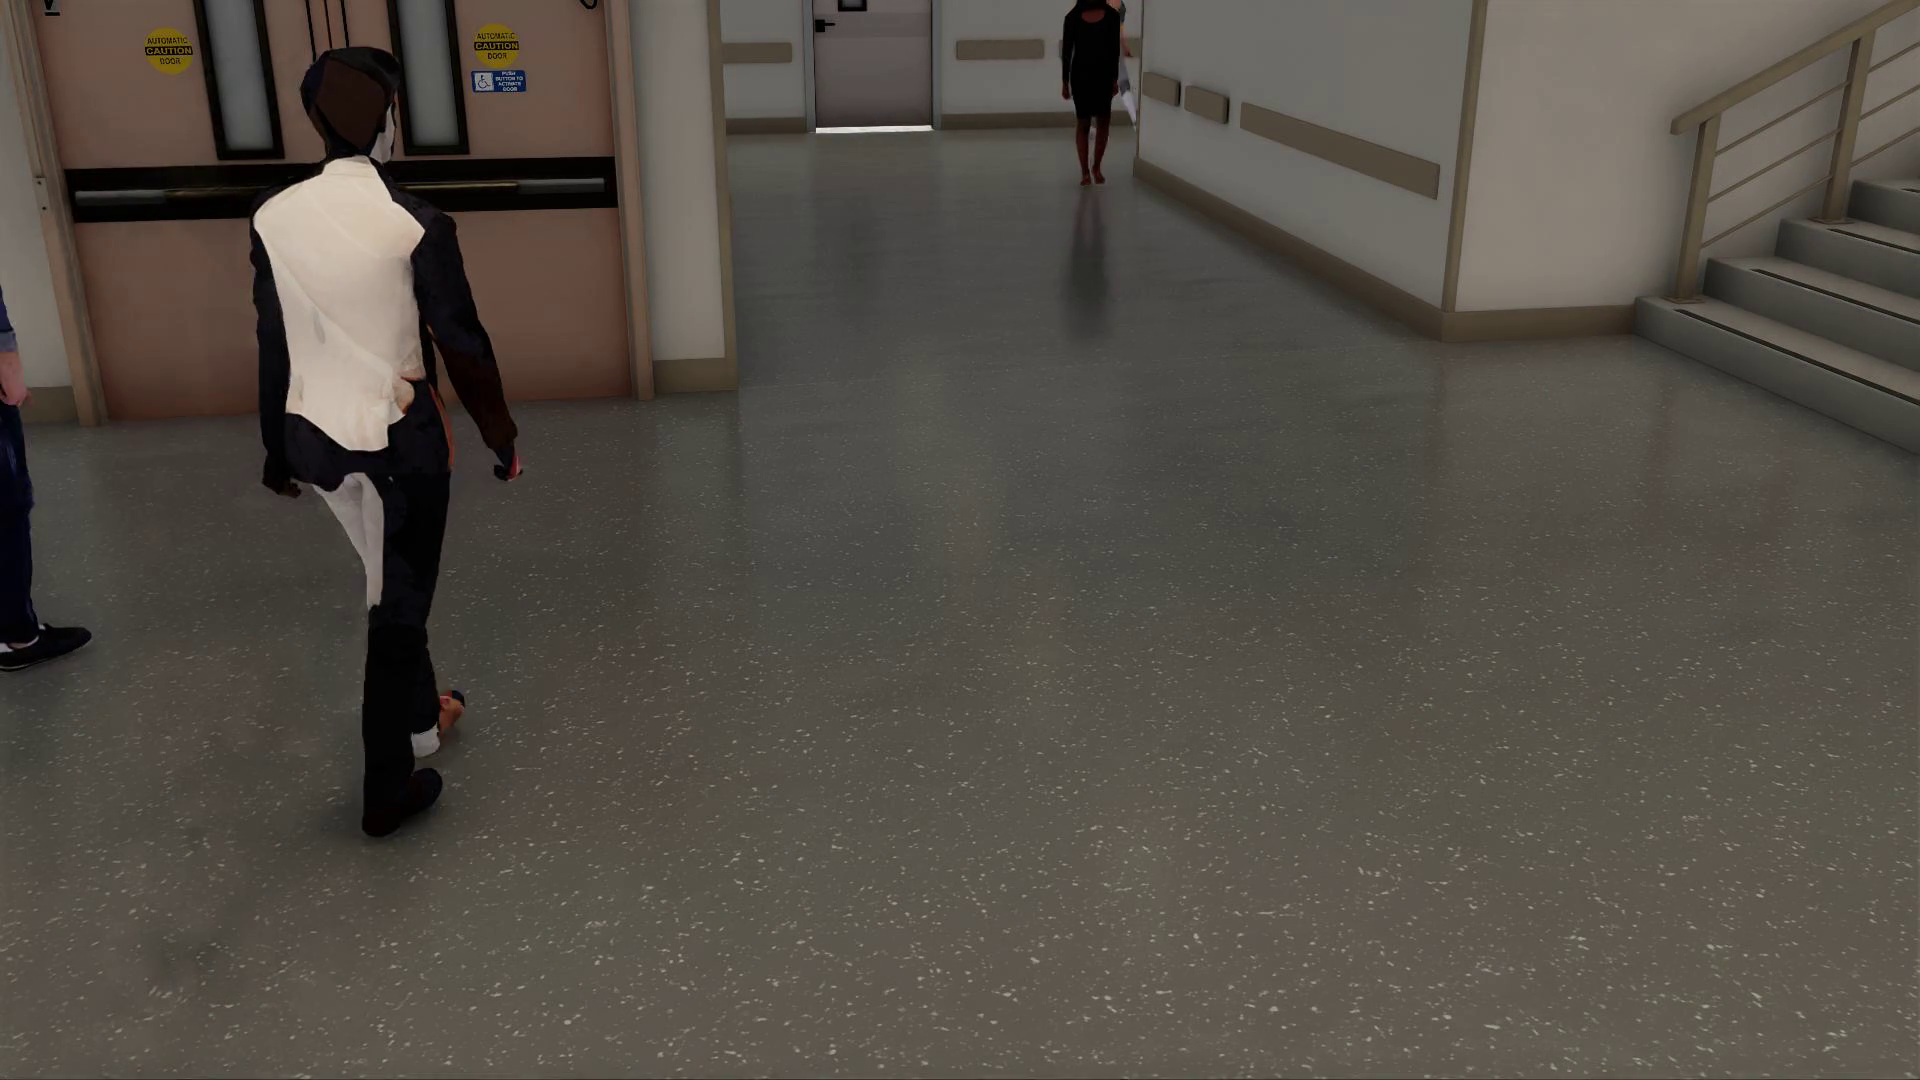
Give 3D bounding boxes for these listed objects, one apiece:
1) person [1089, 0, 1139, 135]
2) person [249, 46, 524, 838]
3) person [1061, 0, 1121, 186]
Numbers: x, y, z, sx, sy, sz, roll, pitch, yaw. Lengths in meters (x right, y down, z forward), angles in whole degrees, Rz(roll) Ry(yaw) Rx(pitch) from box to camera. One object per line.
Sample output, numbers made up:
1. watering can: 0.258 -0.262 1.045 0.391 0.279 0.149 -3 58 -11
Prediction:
1. person: 1.404 -4.889 16.689 1.036 1.664 0.611 -2 21 -6
2. person: -1.436 -0.172 3.950 0.988 1.866 0.994 5 21 13
3. person: 1.076 -3.785 13.709 0.636 1.709 0.748 1 21 1
